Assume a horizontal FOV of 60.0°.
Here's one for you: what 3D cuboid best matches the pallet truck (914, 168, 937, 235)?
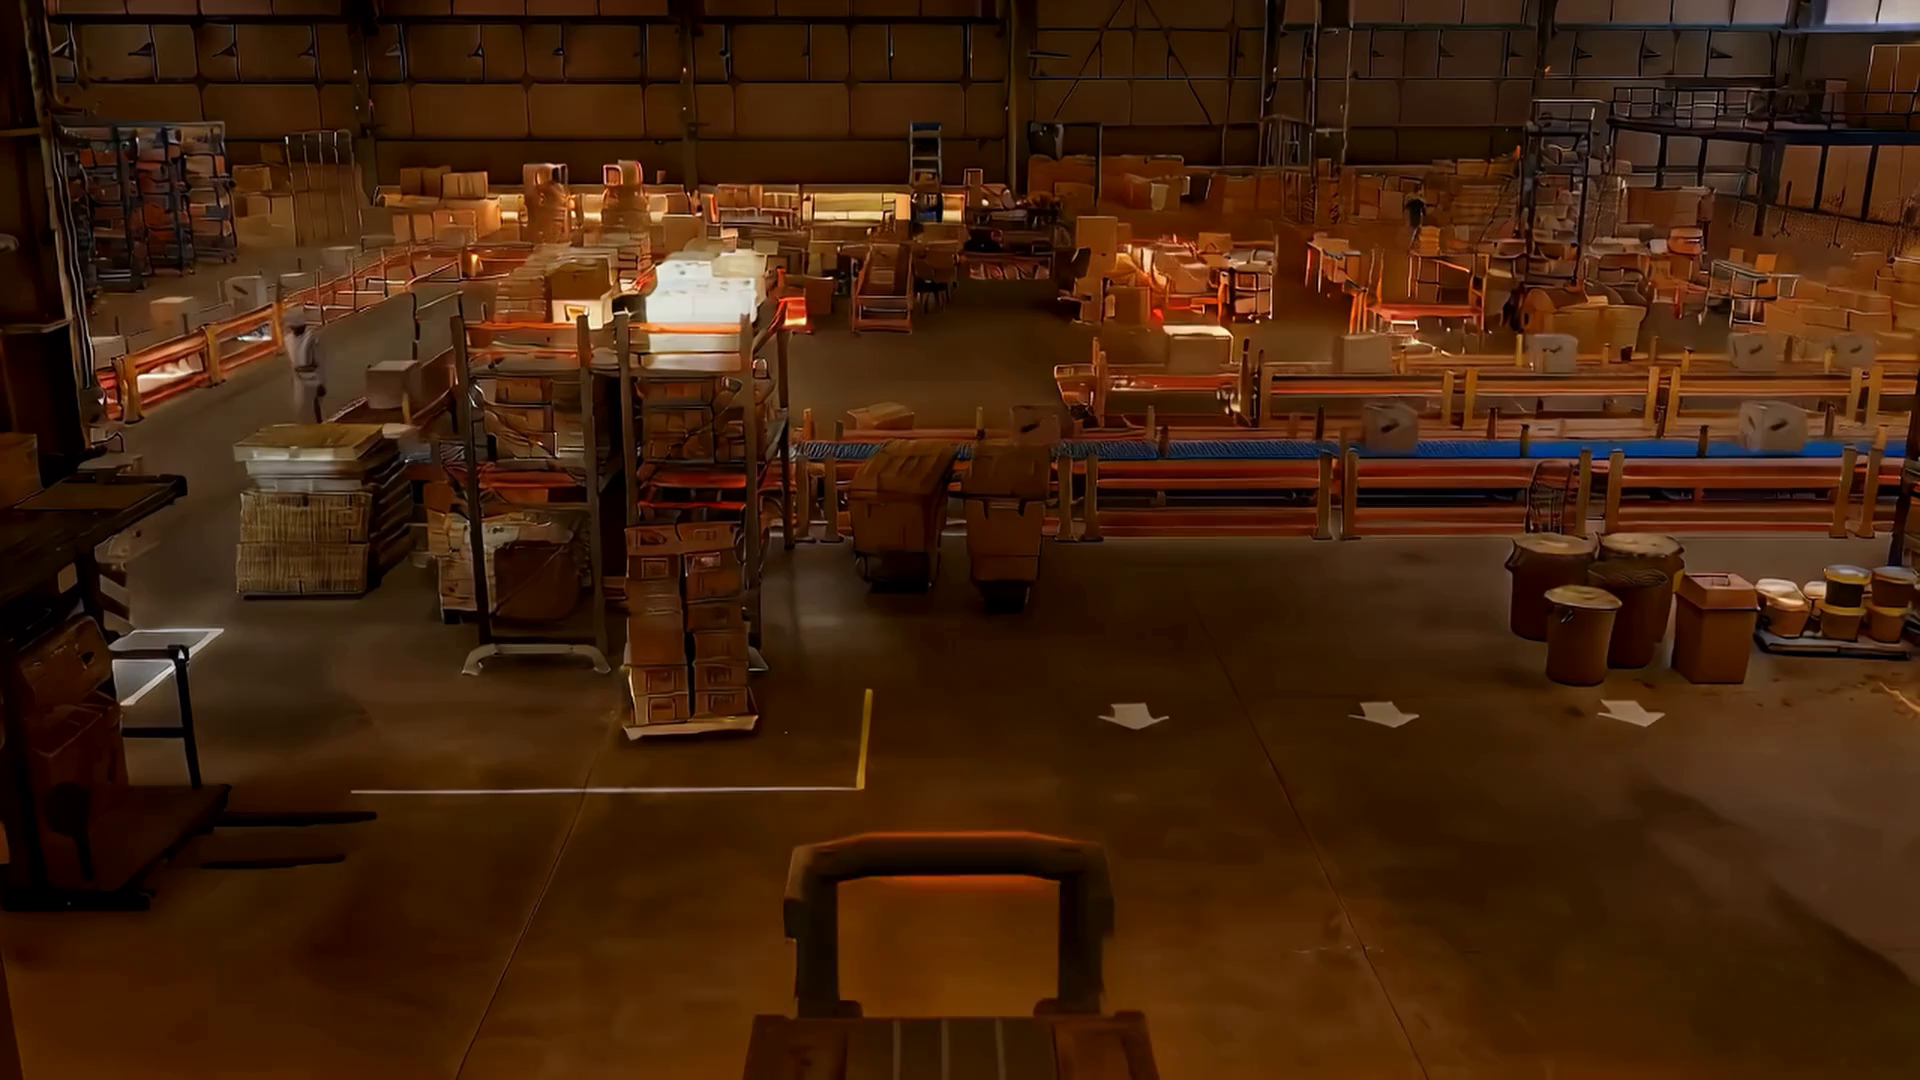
[{"bbox_3d":[-0.989,-10.316,50.507,0.823,1.965,1.885,1,16,3],"label":"pallet truck"}]

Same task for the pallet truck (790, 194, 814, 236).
[{"bbox_3d":[-4.814,-9.883,50.259,0.704,1.261,1.522,-1,16,-3],"label":"pallet truck"}]

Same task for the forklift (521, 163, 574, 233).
[{"bbox_3d":[-12.233,-10.122,49.298,1.157,1.987,2.680,0,16,-1],"label":"forklift"}]

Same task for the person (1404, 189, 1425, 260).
[{"bbox_3d":[11.994,-8.322,43.893,0.526,1.840,0.962,15,22,42],"label":"person"}]

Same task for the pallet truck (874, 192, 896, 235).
[{"bbox_3d":[-2.277,-9.986,50.594,0.653,1.274,1.630,0,16,-1],"label":"pallet truck"}]

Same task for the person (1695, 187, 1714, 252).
[{"bbox_3d":[20.481,-8.829,45.767,0.333,1.761,0.526,-11,19,-32],"label":"person"}]

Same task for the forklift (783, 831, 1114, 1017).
[{"bbox_3d":[-0.033,2.271,5.182,1.129,2.768,1.873,0,16,-1],"label":"forklift"}]

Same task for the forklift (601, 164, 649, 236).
[{"bbox_3d":[-9.948,-10.127,49.296,1.157,1.987,2.680,-1,16,-3],"label":"forklift"}]

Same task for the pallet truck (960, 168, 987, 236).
[{"bbox_3d":[0.383,-10.230,50.206,0.823,1.965,1.885,-1,16,-3],"label":"pallet truck"}]

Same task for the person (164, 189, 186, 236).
[{"bbox_3d":[-21.256,-8.737,45.051,0.663,1.979,0.629,9,19,30],"label":"person"}]

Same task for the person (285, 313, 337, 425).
[{"bbox_3d":[-8.747,-2.170,22.459,0.614,1.864,1.078,4,16,12],"label":"person"}]

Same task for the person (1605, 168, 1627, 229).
[{"bbox_3d":[20.419,-10.628,51.810,0.581,1.880,0.479,3,16,11],"label":"person"}]

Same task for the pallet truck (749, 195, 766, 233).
[{"bbox_3d":[-6.051,-9.967,50.660,0.680,1.201,1.601,0,16,-1],"label":"pallet truck"}]

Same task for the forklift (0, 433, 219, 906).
[{"bbox_3d":[-5.952,0.780,10.366,1.873,2.768,1.129,0,16,-1],"label":"forklift"}]

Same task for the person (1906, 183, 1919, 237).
[{"bbox_3d":[28.530,-9.970,49.463,0.583,1.908,0.464,-1,16,-5],"label":"person"}]
